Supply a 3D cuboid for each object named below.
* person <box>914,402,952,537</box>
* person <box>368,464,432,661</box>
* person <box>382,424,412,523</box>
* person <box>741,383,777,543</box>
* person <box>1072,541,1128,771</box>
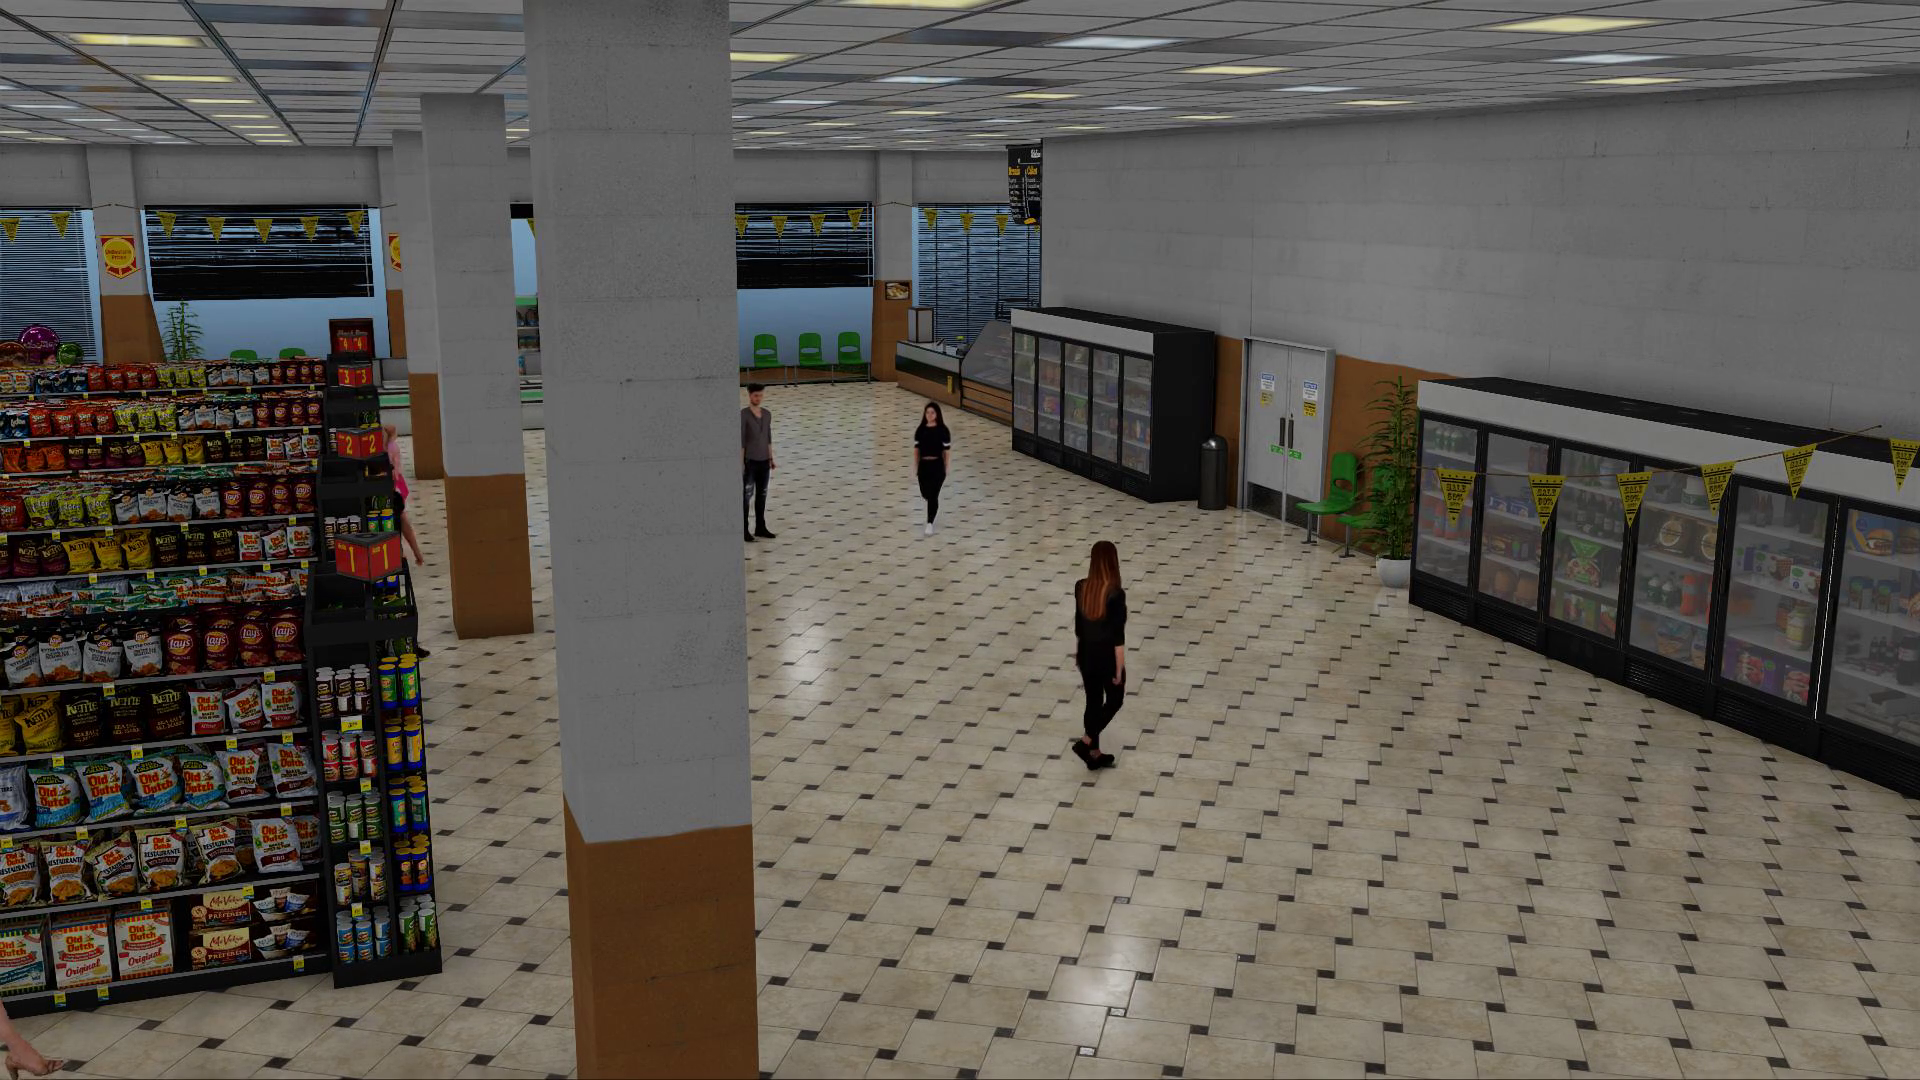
[{"bbox_3d":[-0.333,-0.886,20.481,1.026,1.620,0.975,2,12,10],"label":"person"},{"bbox_3d":[-5.230,0.186,14.887,1.182,1.826,1.115,3,12,14],"label":"person"},{"bbox_3d":[-7.253,-0.831,21.092,0.619,1.260,0.593,-10,16,-41],"label":"person"},{"bbox_3d":[-2.493,-0.959,20.146,0.684,1.901,0.837,-12,17,-44],"label":"person"},{"bbox_3d":[0.940,0.865,11.967,0.809,1.700,0.919,10,16,40],"label":"person"}]
